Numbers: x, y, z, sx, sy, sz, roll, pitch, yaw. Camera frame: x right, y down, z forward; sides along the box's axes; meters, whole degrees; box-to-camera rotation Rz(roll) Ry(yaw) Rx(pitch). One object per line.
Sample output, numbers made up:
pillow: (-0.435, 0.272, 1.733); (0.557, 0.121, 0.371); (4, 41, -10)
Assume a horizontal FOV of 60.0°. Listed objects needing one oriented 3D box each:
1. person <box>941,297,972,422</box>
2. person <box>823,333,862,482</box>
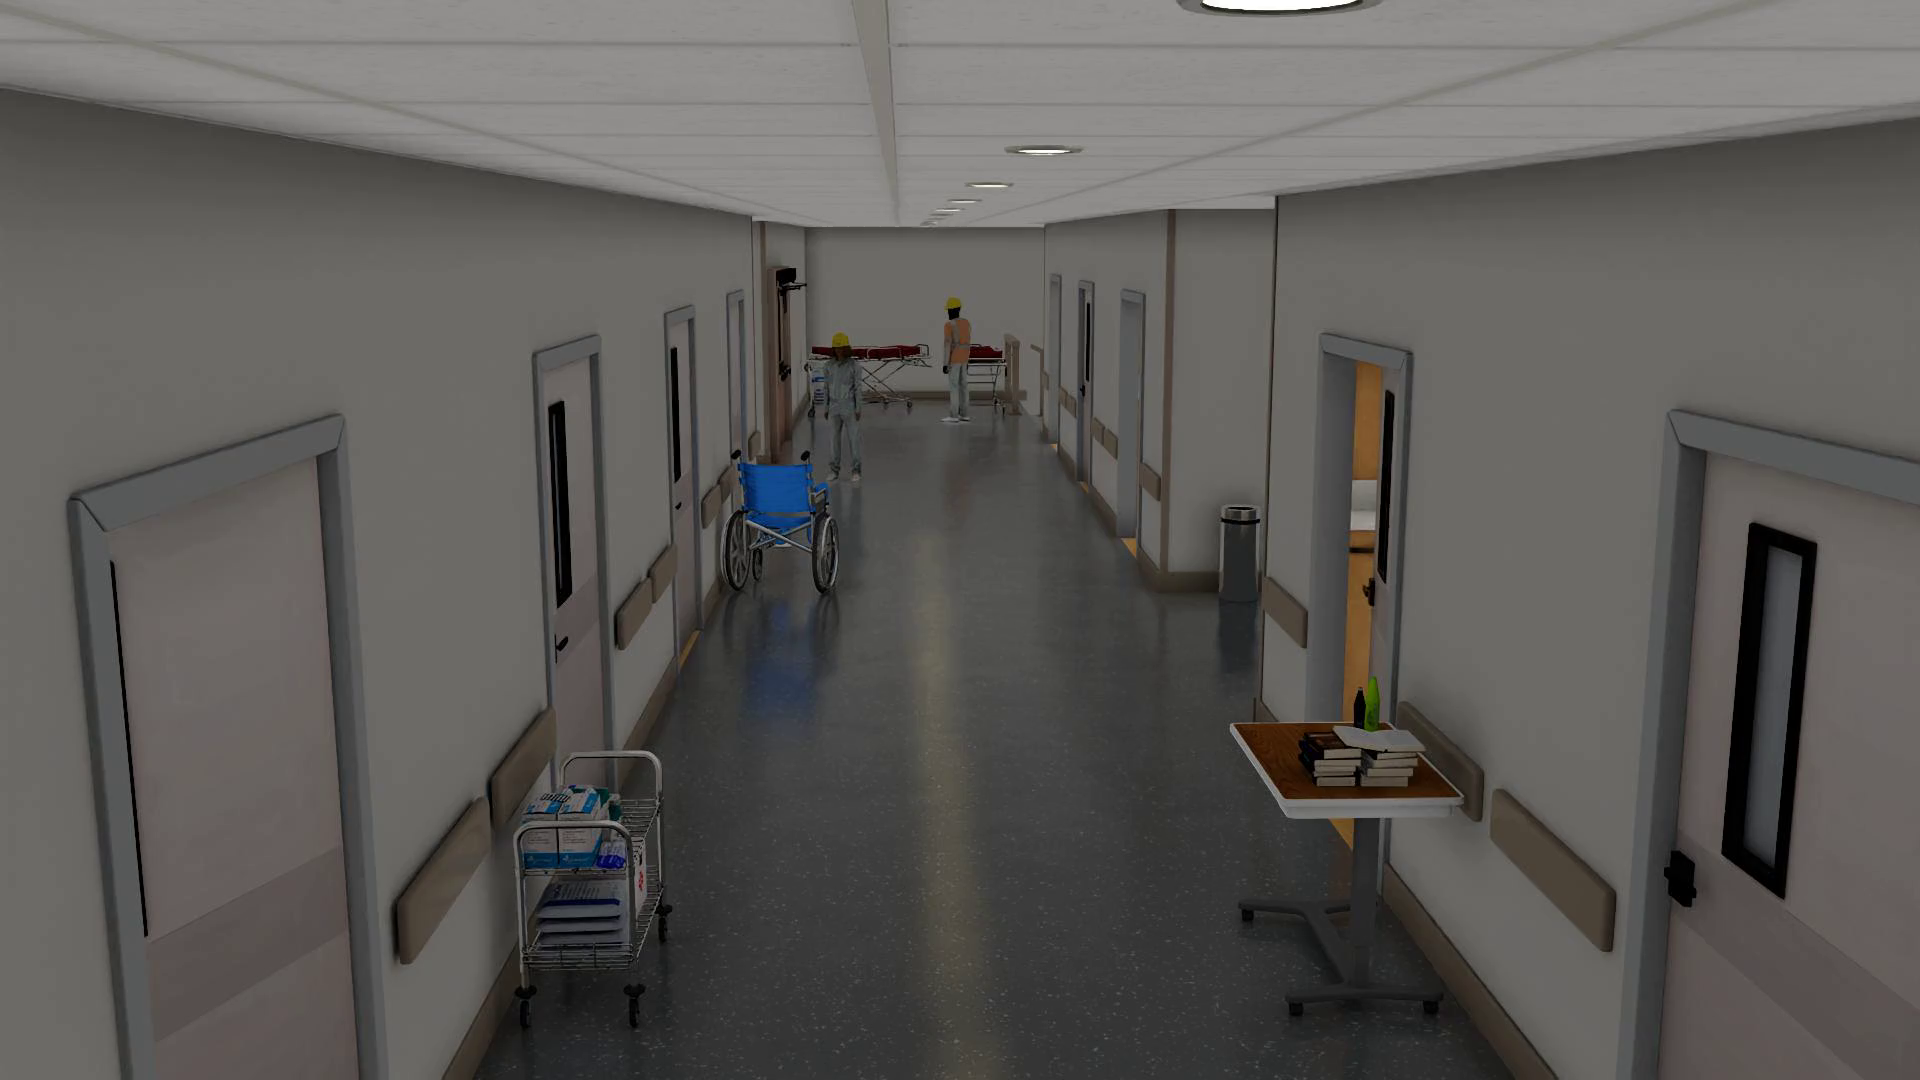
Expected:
person: (-0.067, -2.775, 25.665); (0.398, 1.920, 0.586); (8, 13, 37)
person: (-1.360, -1.524, 19.211); (0.482, 1.735, 0.339); (3, 11, 18)
